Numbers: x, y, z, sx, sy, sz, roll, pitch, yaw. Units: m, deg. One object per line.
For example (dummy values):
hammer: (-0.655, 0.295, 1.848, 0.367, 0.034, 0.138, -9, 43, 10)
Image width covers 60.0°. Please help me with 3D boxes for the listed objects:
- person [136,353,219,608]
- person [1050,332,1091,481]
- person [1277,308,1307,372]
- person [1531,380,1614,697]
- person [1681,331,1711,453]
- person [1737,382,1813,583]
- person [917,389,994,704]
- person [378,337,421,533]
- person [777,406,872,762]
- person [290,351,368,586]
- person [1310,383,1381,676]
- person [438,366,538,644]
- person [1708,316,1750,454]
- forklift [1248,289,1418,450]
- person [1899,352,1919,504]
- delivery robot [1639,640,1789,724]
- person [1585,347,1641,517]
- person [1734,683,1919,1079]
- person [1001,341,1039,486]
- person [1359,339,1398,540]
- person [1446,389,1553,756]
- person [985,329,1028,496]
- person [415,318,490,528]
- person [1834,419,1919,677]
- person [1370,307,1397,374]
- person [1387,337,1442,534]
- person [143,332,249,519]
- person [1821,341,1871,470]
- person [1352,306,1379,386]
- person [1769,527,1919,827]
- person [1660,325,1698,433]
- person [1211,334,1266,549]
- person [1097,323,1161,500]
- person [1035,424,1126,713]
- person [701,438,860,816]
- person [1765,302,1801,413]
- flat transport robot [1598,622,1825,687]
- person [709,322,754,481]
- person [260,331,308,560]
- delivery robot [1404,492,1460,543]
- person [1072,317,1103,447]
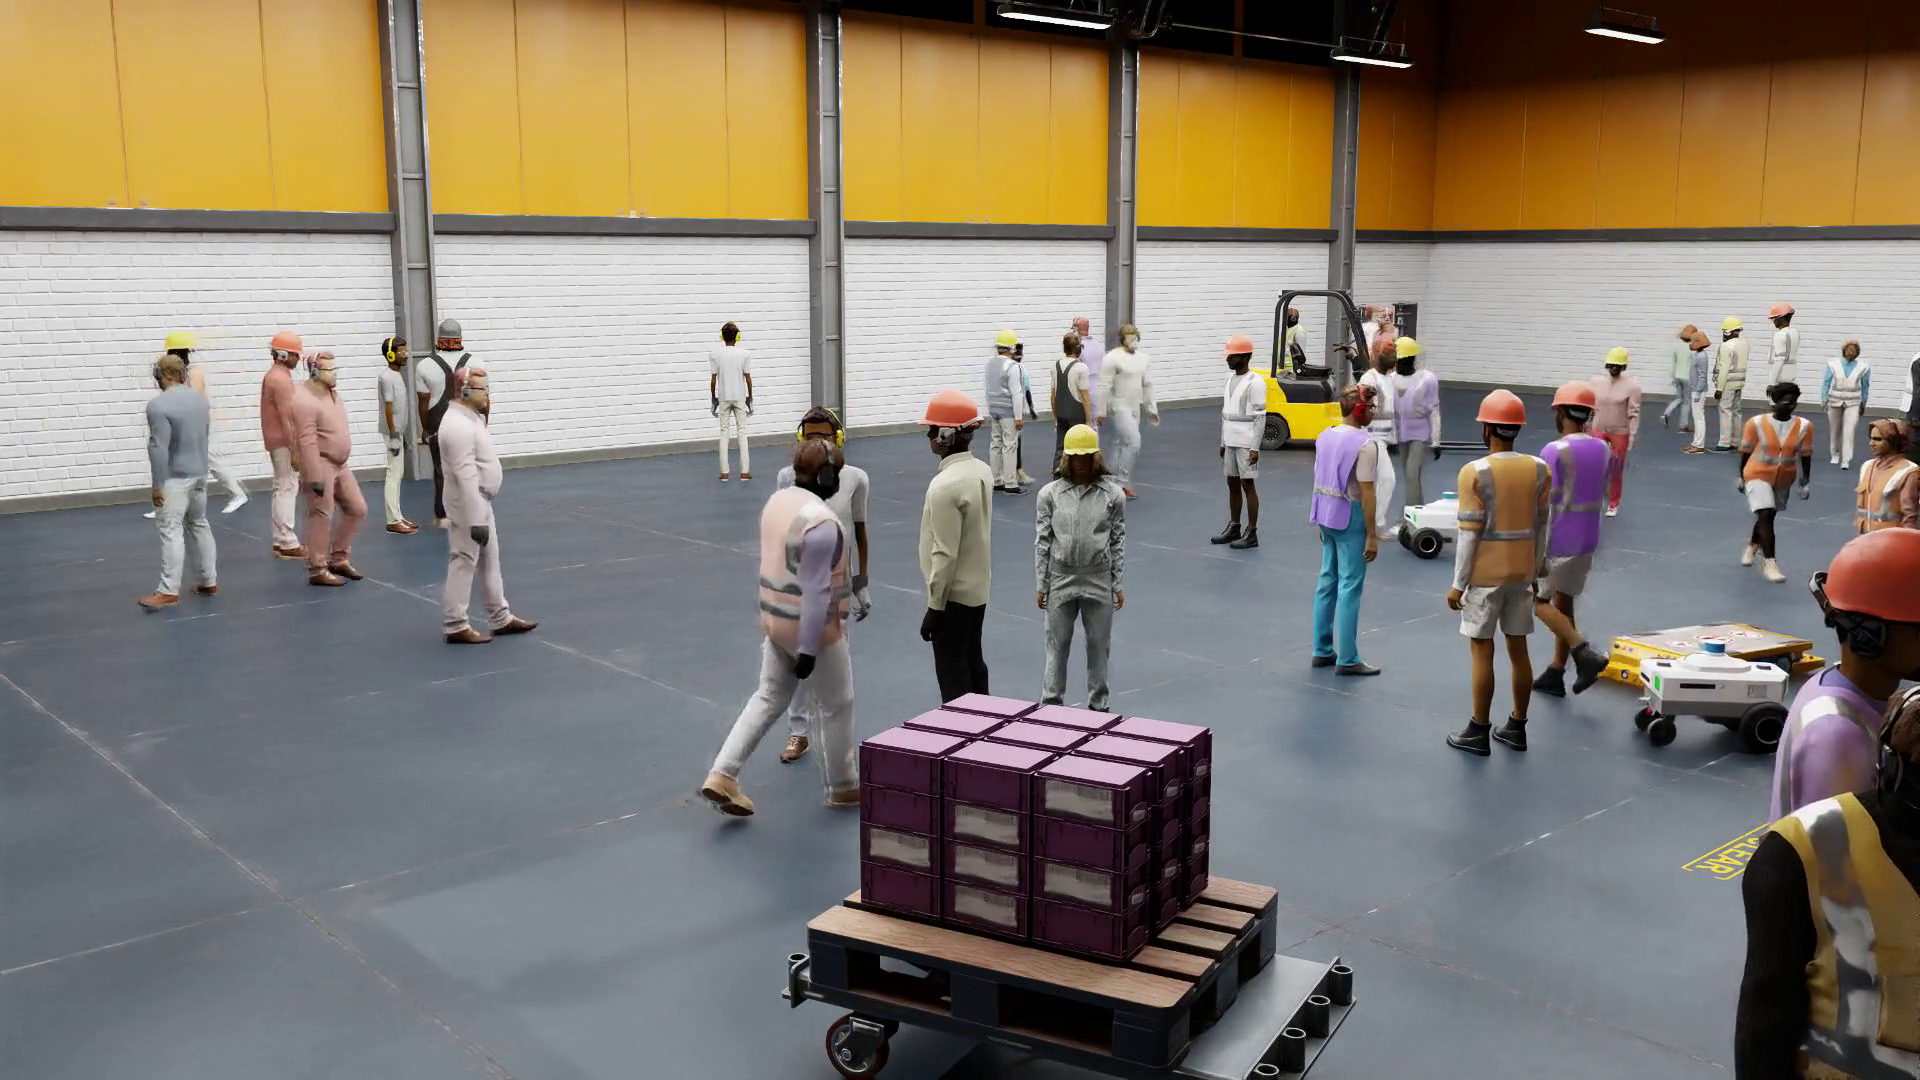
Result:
person: (-5.954, -0.449, 12.601, 0.371, 1.906, 0.866, 2, 10, 9)
person: (1.177, -1.261, 17.499, 0.506, 1.844, 0.345, 9, 13, 42)
person: (5.067, -2.639, 25.576, 0.429, 1.841, 0.633, -2, 10, -13)
person: (3.647, 0.020, 9.831, 0.551, 1.909, 0.588, -5, 11, -29)
person: (9.879, -1.976, 22.298, 0.284, 1.631, 0.502, 3, 10, 20)
person: (6.711, -0.516, 13.776, 0.536, 1.633, 0.921, 1, 10, 5)
person: (-0.028, 0.261, 8.145, 0.376, 1.995, 0.612, 3, 10, 18)
person: (-5.377, -1.002, 15.904, 0.334, 1.873, 0.521, -2, 10, -9)
person: (-0.719, 0.234, 8.671, 0.521, 1.872, 0.327, 0, 10, 1)
person: (-5.013, -0.561, 13.271, 0.524, 1.886, 0.671, 1, 10, 5)
person: (2.425, -0.067, 10.512, 0.374, 1.840, 0.571, -4, 10, -22)
person: (-3.258, -0.233, 11.347, 0.543, 1.902, 0.701, -1, 10, -9)
person: (10.295, -2.072, 22.279, 0.596, 1.831, 0.403, -7, 12, -36)
forklift: (5.034, -2.339, 22.783, 2.313, 2.155, 1.214, 3, 10, 16)
person: (10.301, -1.355, 17.833, 0.379, 1.917, 0.591, 8, 13, 40)
delivery robot: (4.077, 0.784, 9.019, 0.707, 0.478, 0.477, 1, 10, 8)
person: (6.498, -1.059, 16.629, 0.537, 1.722, 0.787, 6, 12, 33)
person: (1.844, 1.171, 3.266, 0.627, 1.843, 0.429, 0, 10, 3)
person: (0.670, -1.459, 19.165, 0.751, 1.658, 0.530, 6, 12, 33)
person: (3.952, -0.919, 15.415, 0.589, 1.865, 0.615, 6, 12, 33)
person: (2.834, 0.175, 8.810, 0.542, 1.939, 0.366, -3, 10, -17)
person: (0.520, -1.408, 18.377, 0.404, 1.837, 0.594, -6, 12, -33)
person: (-4.935, -1.139, 16.209, 0.682, 2.000, 0.537, -4, 10, -22)
person: (5.792, 0.054, 10.434, 0.319, 1.631, 0.520, -2, 10, -9)
person: (6.096, -2.386, 23.917, 0.400, 1.905, 0.643, -4, 10, -21)
person: (4.198, -0.963, 15.675, 0.782, 1.880, 0.614, -6, 11, -31)
person: (-7.783, -1.172, 16.892, 0.590, 1.883, 0.988, 8, 13, 41)
person: (11.071, -1.702, 20.820, 0.515, 1.591, 0.882, 6, 11, 30)
person: (6.620, -2.884, 27.076, 0.590, 1.825, 1.031, -4, 10, -21)
person: (2.039, 0.977, 3.815, 0.392, 2.040, 0.615, 5, 11, 29)
person: (10.755, -2.393, 24.764, 0.442, 1.624, 0.499, -4, 10, -20)
person: (2.514, -0.888, 15.042, 0.373, 1.934, 0.551, -5, 11, -25)
person: (1.841, -1.368, 17.920, 0.563, 1.912, 0.603, 7, 12, 36)
person: (0.651, 0.244, 8.984, 0.493, 1.742, 0.295, 0, 10, 0)
person: (-0.802, 0.422, 7.796, 0.798, 1.815, 0.631, -6, 12, -33)
person: (10.796, -2.114, 21.940, 0.391, 2.034, 0.605, 9, 14, 44)
flat transport robot: (4.694, 0.725, 10.471, 1.431, 0.197, 0.652, -5, 11, -27)
person: (-2.677, -1.625, 19.553, 0.509, 1.872, 0.328, -1, 10, -4)
person: (-5.871, -0.827, 14.531, 0.408, 1.987, 0.638, -6, 11, -32)
delivery robot: (4.302, -0.181, 14.670, 0.707, 0.478, 0.477, 0, 10, 0)
person: (1.466, -1.757, 20.228, 0.401, 1.904, 0.648, 7, 12, 35)
